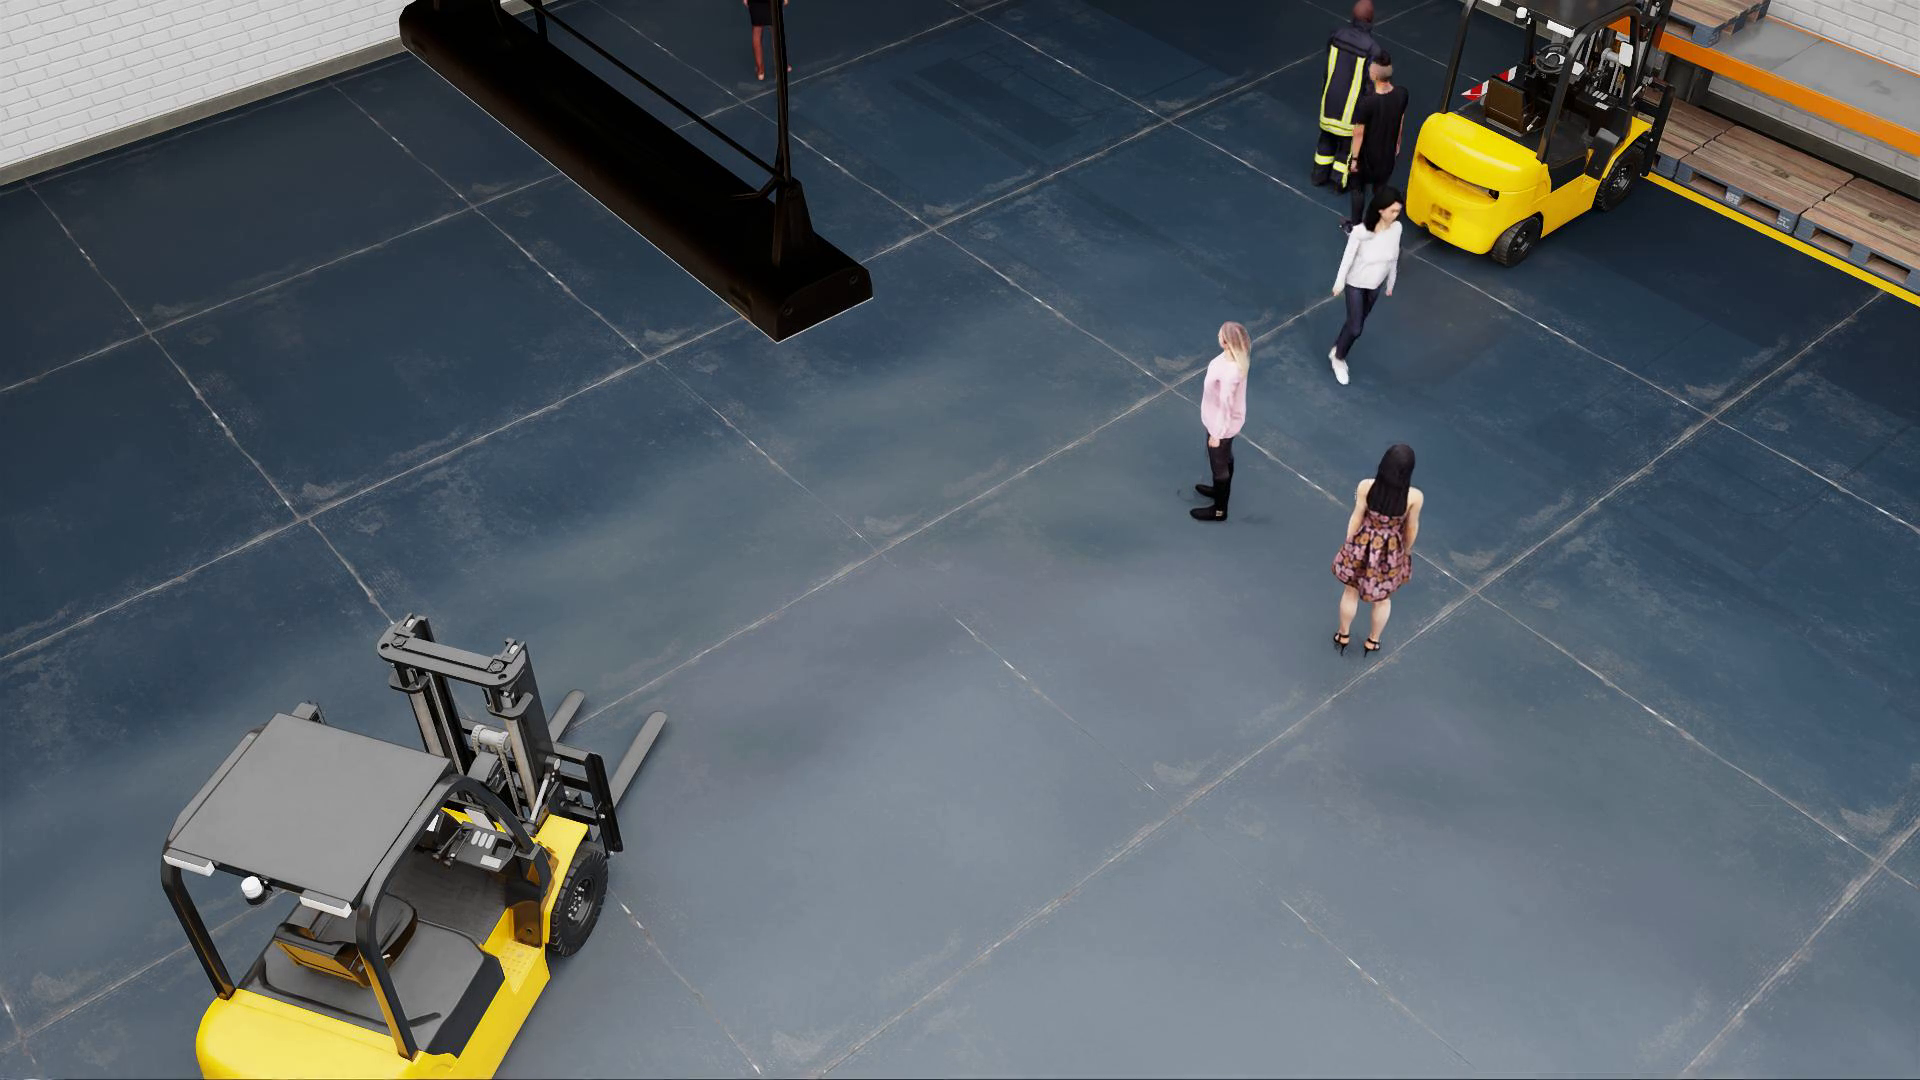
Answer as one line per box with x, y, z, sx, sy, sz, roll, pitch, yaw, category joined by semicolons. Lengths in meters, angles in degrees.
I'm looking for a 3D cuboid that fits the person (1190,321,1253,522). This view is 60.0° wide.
1.872;-0.843;11.717;0.710;1.687;0.687;11;45;11;person

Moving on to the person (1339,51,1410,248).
3.580;-3.252;14.132;0.925;1.843;1.149;-12;45;-13;person

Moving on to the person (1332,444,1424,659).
2.672;0.077;10.686;0.785;1.776;0.864;9;44;10;person

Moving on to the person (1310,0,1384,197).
3.471;-3.975;14.909;0.804;1.819;0.629;-32;52;-29;person

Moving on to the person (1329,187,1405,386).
3.113;-2.055;12.993;0.717;1.680;0.715;-14;45;-15;person

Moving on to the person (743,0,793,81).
-1.944;-5.410;16.486;0.671;1.721;0.705;0;44;0;person
